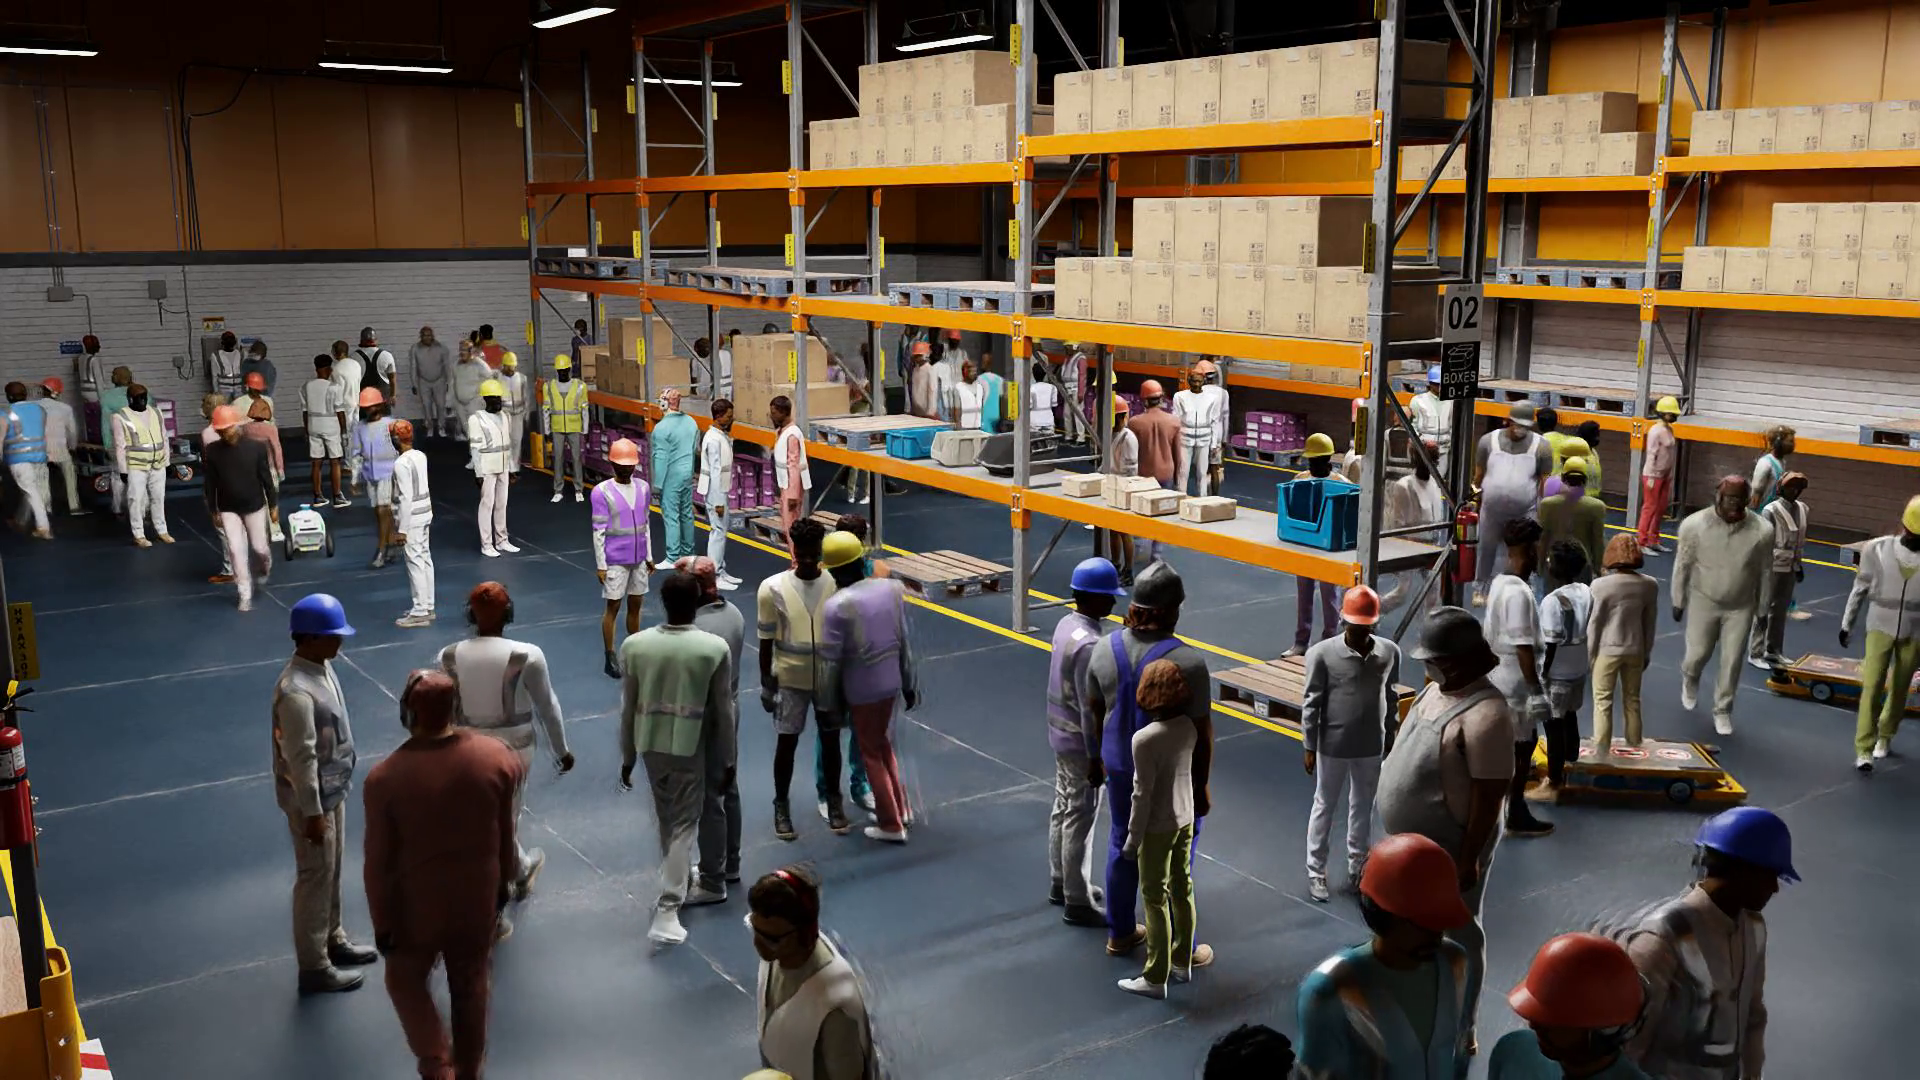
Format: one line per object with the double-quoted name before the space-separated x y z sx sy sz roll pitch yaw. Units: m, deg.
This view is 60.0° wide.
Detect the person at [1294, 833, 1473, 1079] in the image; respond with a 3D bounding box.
"person" 1.206 1.784 4.747 0.639 2.039 0.516 -7 13 -31

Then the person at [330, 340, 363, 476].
"person" -8.784 -1.890 23.788 0.372 1.940 0.632 2 11 9

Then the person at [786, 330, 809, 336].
"person" -2.993 -3.193 30.705 0.624 1.844 0.429 1 11 5

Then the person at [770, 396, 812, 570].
"person" -1.704 -0.507 16.806 0.393 1.905 0.607 -3 11 -14

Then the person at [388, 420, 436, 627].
"person" -4.969 -0.155 15.048 0.360 1.884 0.574 0 11 0

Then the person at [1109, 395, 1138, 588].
"person" 1.548 -0.487 16.616 0.377 1.932 0.551 -5 12 -22

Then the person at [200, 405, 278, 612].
"person" -6.793 -0.332 15.750 0.628 1.958 0.778 -2 11 -11

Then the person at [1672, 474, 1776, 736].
"person" 5.484 0.440 12.004 0.656 1.893 0.561 3 12 16

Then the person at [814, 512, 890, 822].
"person" -0.693 0.764 10.263 0.596 1.915 0.370 -7 13 -34

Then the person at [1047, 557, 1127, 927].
"person" 0.657 1.045 8.747 0.402 1.943 0.608 -2 11 -8

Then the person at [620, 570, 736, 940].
"person" -1.484 1.106 8.654 0.602 1.873 0.925 2 11 8

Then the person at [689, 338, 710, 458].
"person" -3.966 -2.187 25.577 0.346 1.839 0.506 4 12 20

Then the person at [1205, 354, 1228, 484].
"person" 3.491 -1.792 23.022 0.390 2.039 0.614 5 12 23

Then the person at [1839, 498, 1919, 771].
"person" 6.231 0.630 11.079 0.660 1.858 0.950 6 13 29

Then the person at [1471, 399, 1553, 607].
"person" 5.188 -0.356 15.674 0.707 2.000 0.536 4 12 19

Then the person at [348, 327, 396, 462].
"person" -8.884 -2.204 25.134 0.688 2.000 0.536 -5 12 -23

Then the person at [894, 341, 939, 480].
"person" -0.445 -1.837 23.495 0.990 1.957 0.628 -8 13 -34

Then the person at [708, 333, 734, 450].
"person" -3.766 -2.317 26.108 0.356 1.885 0.573 6 13 28

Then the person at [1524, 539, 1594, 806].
"person" 3.787 0.825 10.509 0.318 1.699 0.535 10 15 41

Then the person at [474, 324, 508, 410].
"person" -7.583 -2.509 26.899 0.600 1.959 0.380 -8 14 -35

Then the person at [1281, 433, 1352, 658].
"person" 2.957 0.071 13.777 0.595 1.925 0.371 11 15 43

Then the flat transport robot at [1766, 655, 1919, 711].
"flat transport robot" 7.031 1.106 12.733 1.431 0.197 0.652 9 14 38

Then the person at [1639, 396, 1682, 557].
"person" 7.646 -0.697 18.148 0.338 1.759 0.530 11 15 44

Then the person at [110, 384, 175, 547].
"person" -9.160 -0.836 18.677 0.429 1.837 0.629 7 13 32

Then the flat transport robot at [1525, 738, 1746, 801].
"flat transport robot" 4.275 1.475 10.845 1.431 0.197 0.652 1 11 7

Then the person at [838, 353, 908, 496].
"person" -1.213 -1.554 22.178 1.053 1.908 0.604 4 12 18

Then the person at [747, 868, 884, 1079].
"person" -0.354 1.818 5.210 0.839 1.801 0.631 -5 12 -22

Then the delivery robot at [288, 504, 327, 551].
"delivery robot" -7.138 -0.145 18.169 0.477 0.478 0.707 -5 12 -24

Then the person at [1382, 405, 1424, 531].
"person" 4.840 -0.651 18.217 0.523 1.638 0.310 10 15 40

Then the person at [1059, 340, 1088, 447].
"person" 1.816 -2.397 26.693 0.405 1.822 0.592 -5 12 -25

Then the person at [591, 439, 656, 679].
"person" -2.686 0.140 13.407 0.364 1.933 0.552 10 15 41

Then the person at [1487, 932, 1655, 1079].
"person" 1.526 1.915 4.175 0.392 1.991 0.612 -7 13 -33

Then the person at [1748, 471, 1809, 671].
"person" 6.732 0.242 13.653 0.514 1.636 0.315 -6 12 -27

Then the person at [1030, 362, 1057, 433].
"person" 1.096 -1.596 22.901 0.539 1.695 0.318 -6 12 -27

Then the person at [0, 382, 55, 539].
"person" -10.879 -0.923 19.186 0.935 1.793 0.618 4 12 20

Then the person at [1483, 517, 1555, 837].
"person" 3.281 0.833 9.873 0.580 1.927 0.673 3 11 14

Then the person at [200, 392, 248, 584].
"person" -7.441 -0.522 16.785 0.358 1.938 0.636 0 11 1

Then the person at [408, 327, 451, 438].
"person" -8.824 -2.616 27.714 0.664 1.866 0.720 -3 11 -15

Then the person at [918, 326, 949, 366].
"person" -0.414 -2.755 28.376 0.596 1.892 0.944 7 13 31

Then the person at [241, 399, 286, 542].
"person" -7.931 -0.794 18.958 0.508 1.632 0.271 3 11 15

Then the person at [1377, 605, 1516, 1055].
"person" 2.118 1.267 7.366 0.537 2.000 0.678 -1 11 -4

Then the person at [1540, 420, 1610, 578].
"person" 6.305 -0.399 16.877 0.859 1.660 0.537 6 12 28

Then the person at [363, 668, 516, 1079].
"person" -2.104 1.455 6.792 0.651 1.891 0.467 -9 14 -37

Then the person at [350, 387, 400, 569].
"person" -6.182 -0.644 17.498 0.571 1.901 0.859 3 11 15
